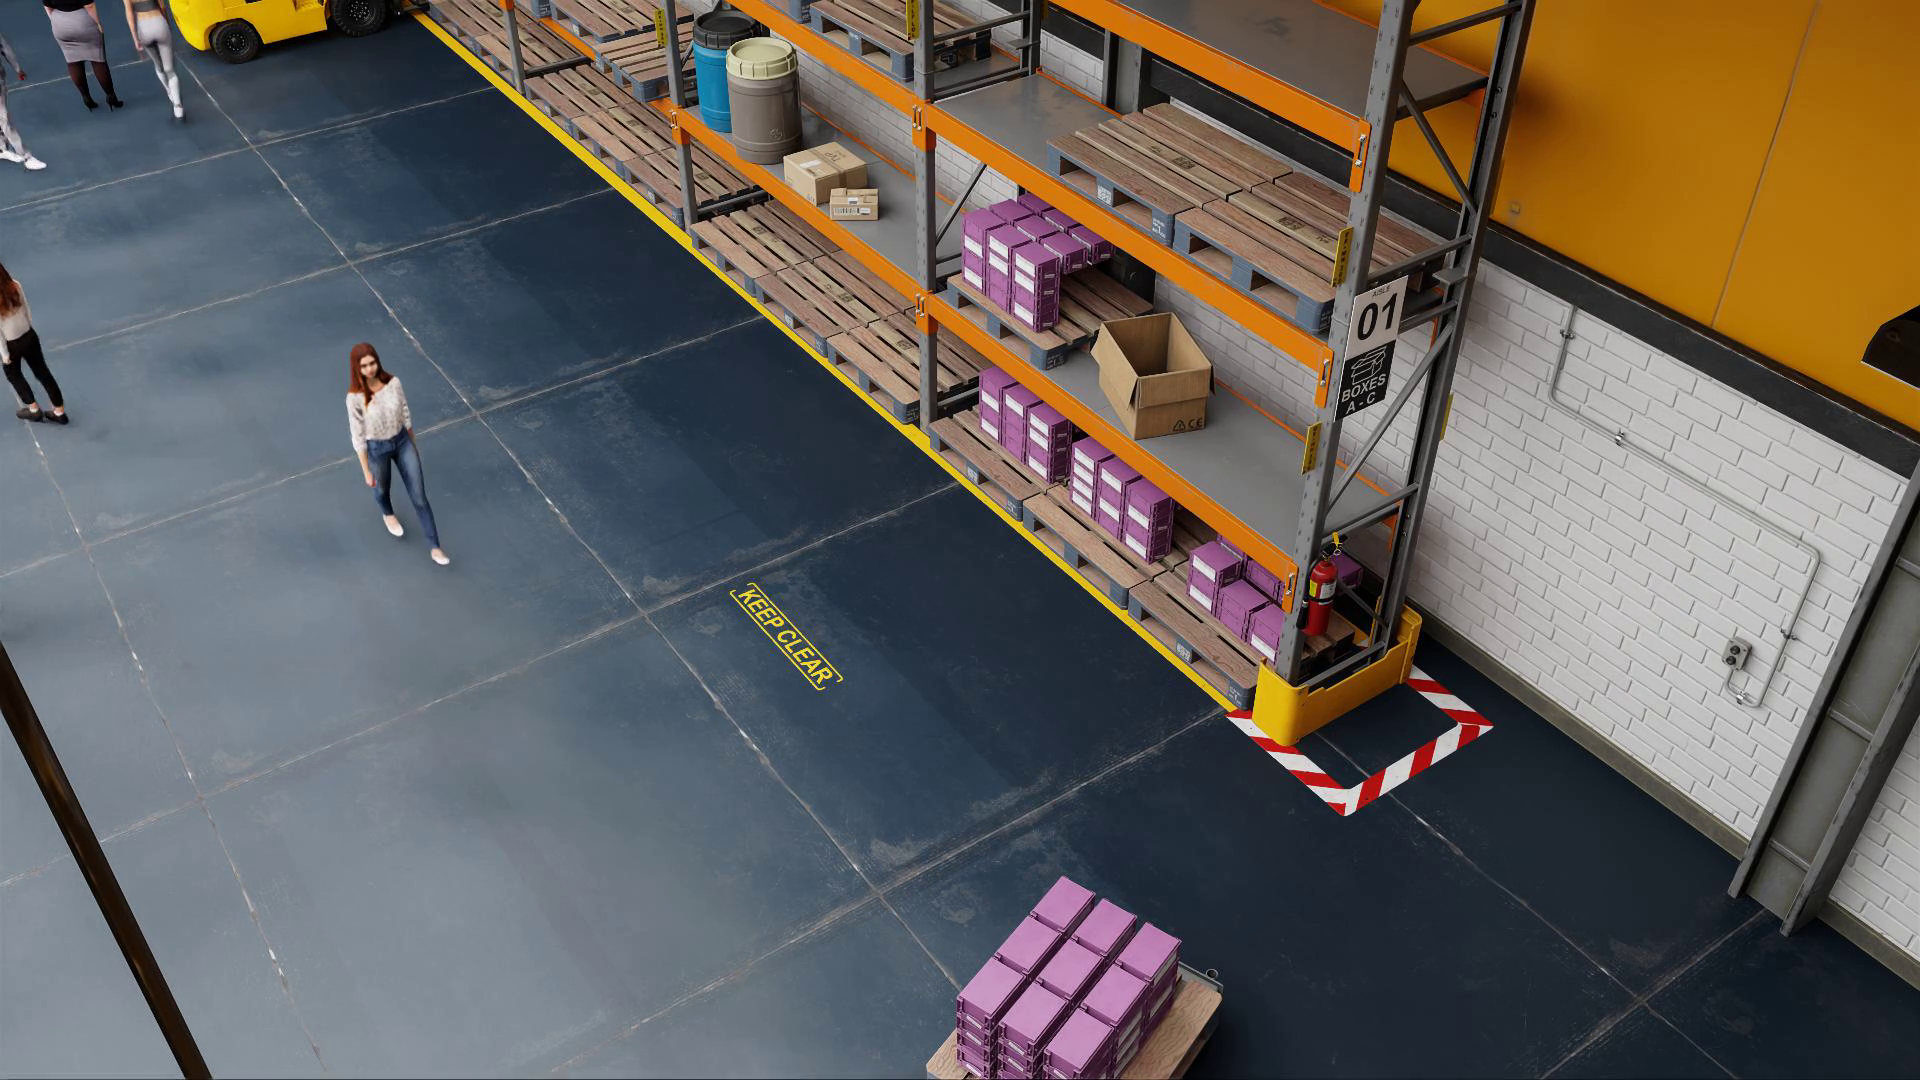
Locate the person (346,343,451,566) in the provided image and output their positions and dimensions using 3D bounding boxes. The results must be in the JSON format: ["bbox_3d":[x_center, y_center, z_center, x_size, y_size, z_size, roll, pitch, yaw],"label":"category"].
[{"bbox_3d":[-4.040,-0.651,11.641,0.624,1.681,1.127,-25,45,-28],"label":"person"}]

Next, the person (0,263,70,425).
[{"bbox_3d":[-7.245,-1.523,12.903,0.788,1.469,0.723,14,41,17],"label":"person"}]

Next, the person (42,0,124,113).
[{"bbox_3d":[-9.293,-5.377,17.497,0.780,1.759,0.806,0,39,-1],"label":"person"}]

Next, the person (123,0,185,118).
[{"bbox_3d":[-8.402,-5.242,17.399,0.692,1.670,1.091,-15,41,-18],"label":"person"}]

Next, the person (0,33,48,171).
[{"bbox_3d":[-9.679,-4.575,16.450,1.139,1.812,1.025,13,40,15],"label":"person"}]
